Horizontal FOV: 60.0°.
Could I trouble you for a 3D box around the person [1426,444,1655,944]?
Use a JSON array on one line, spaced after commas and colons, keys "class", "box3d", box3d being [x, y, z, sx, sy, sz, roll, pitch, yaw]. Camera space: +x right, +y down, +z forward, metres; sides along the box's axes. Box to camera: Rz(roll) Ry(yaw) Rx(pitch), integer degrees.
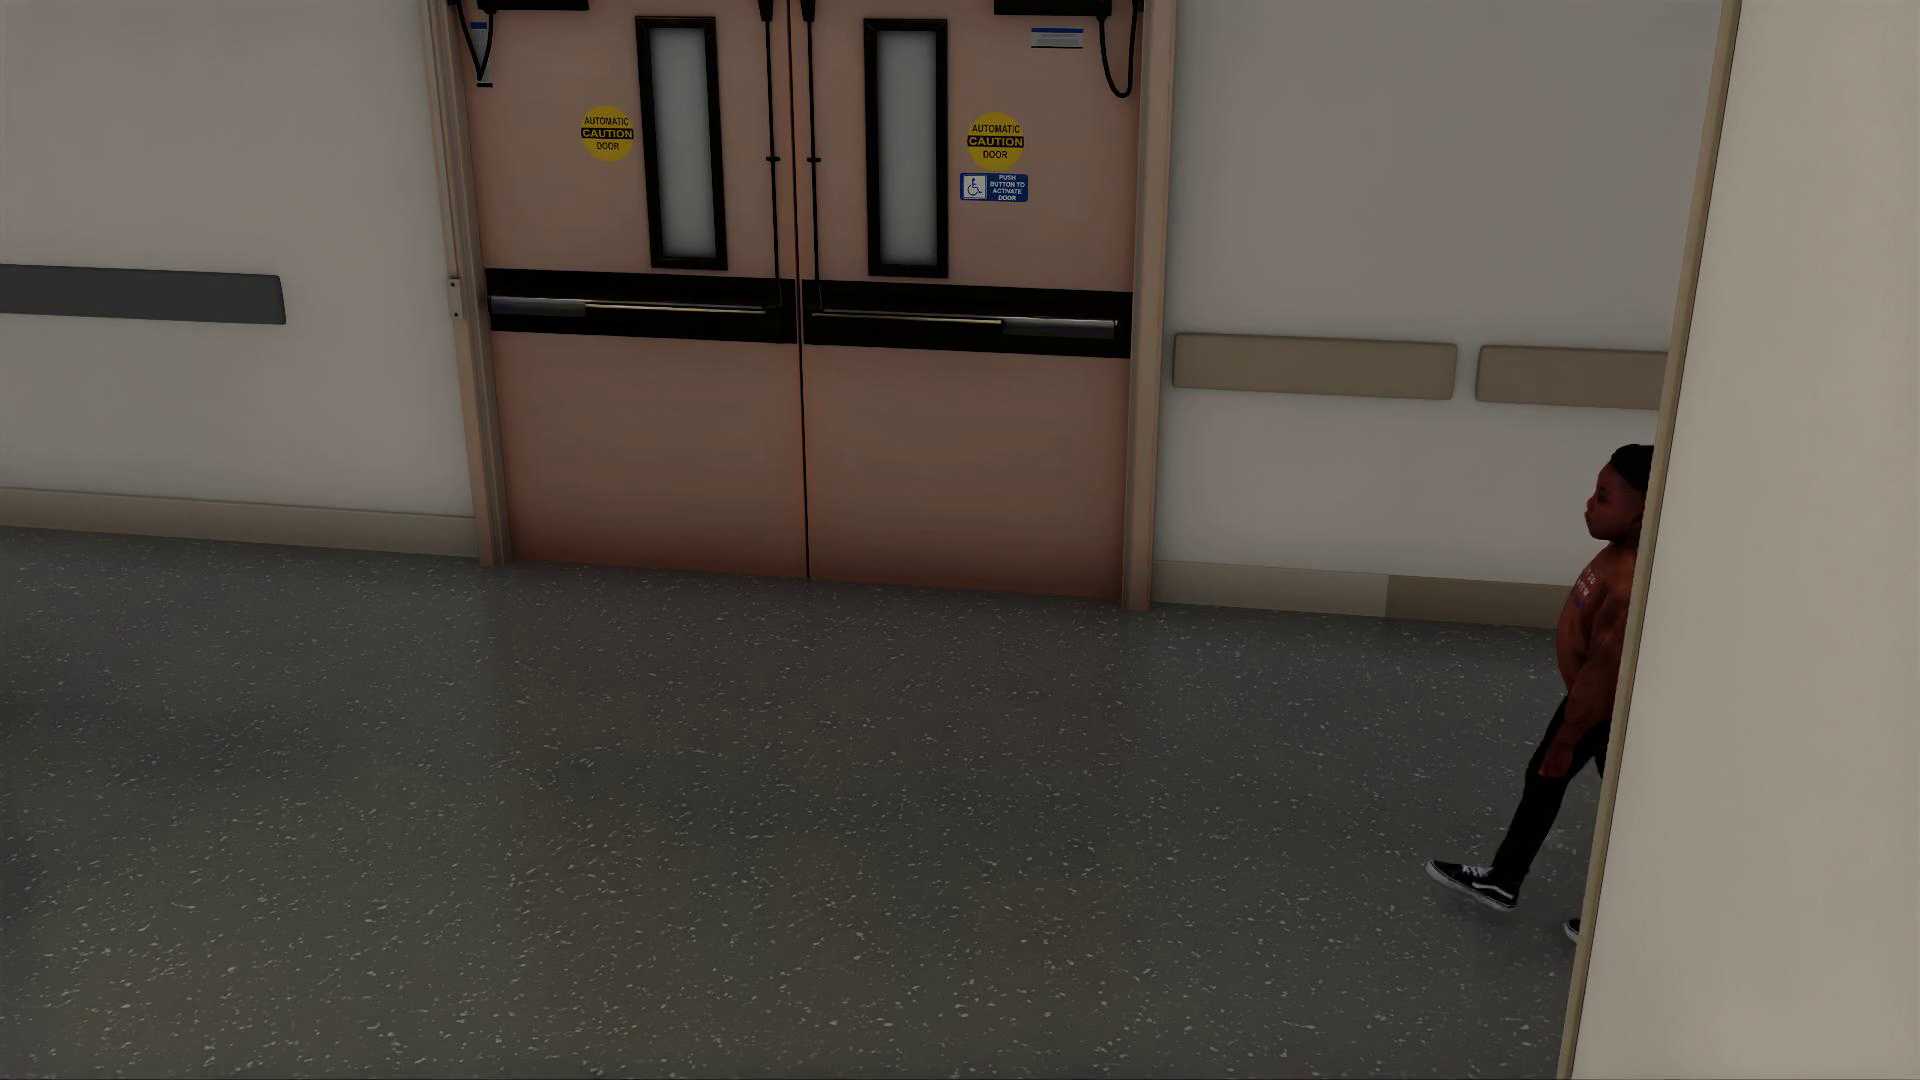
[{"class": "person", "box3d": [1.558, 0.398, 3.790, 0.789, 1.234, 0.571, 6, 21, 15]}]
